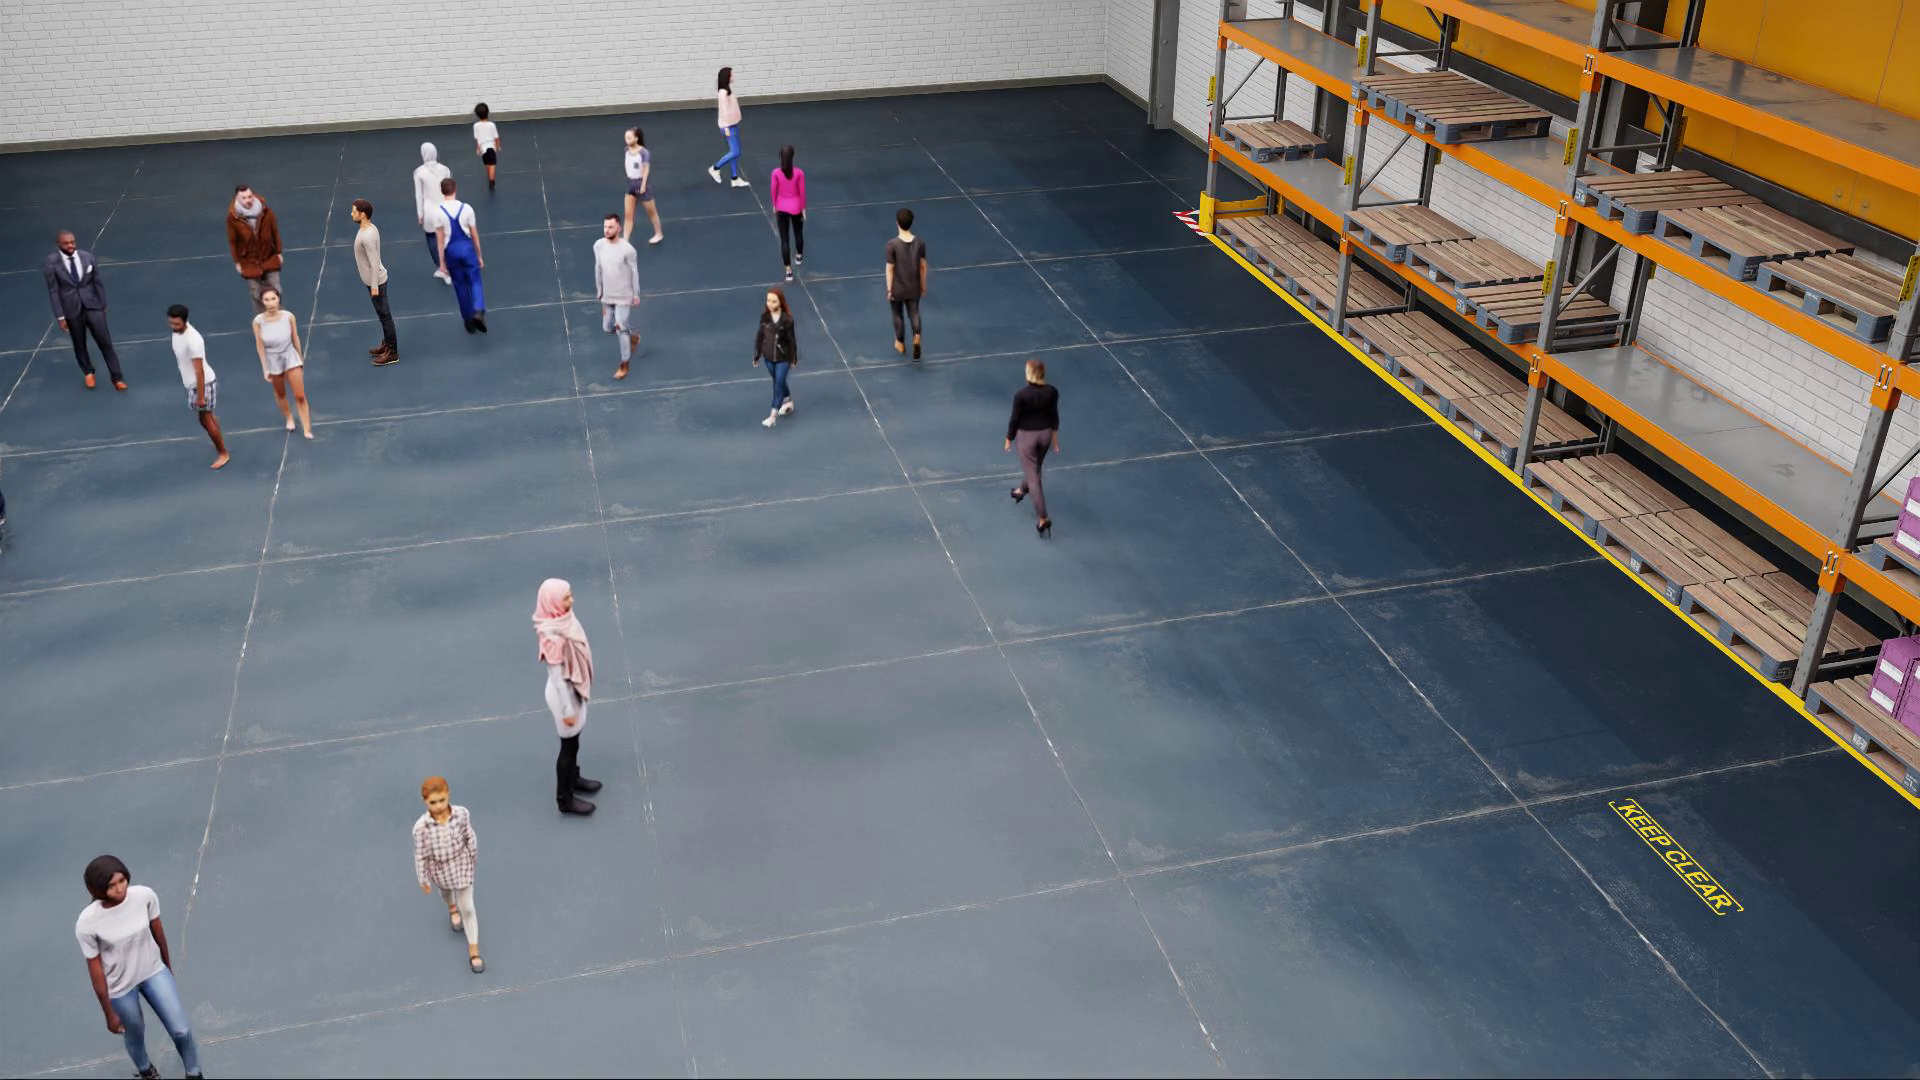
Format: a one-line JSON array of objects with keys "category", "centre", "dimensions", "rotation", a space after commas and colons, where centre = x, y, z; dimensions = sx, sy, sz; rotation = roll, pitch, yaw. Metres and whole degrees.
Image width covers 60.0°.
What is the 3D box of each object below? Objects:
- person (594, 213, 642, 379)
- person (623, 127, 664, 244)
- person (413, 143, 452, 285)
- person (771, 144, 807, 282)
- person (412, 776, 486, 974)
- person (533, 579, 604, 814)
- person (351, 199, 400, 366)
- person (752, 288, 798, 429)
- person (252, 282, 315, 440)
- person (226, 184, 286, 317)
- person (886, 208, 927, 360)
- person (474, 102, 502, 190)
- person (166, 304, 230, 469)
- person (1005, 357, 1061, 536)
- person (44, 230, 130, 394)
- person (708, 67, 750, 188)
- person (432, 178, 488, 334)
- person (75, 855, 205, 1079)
[{"category": "person", "centre": [-3.719, -2.721, 18.264], "dimensions": [0.953, 1.826, 1.027], "rotation": [12, 31, 21]}, {"category": "person", "centre": [-4.184, -4.664, 22.059], "dimensions": [1.024, 1.602, 1.075], "rotation": [16, 33, 27]}, {"category": "person", "centre": [-6.504, -4.043, 20.750], "dimensions": [0.709, 1.766, 0.697], "rotation": [-15, 32, -25]}, {"category": "person", "centre": [-2.159, -4.096, 20.959], "dimensions": [0.763, 1.660, 1.142], "rotation": [-1, 29, -2]}, {"category": "person", "centre": [-3.168, 1.969, 10.247], "dimensions": [0.653, 1.269, 0.989], "rotation": [-13, 31, -22]}, {"category": "person", "centre": [-2.694, 1.060, 11.360], "dimensions": [0.728, 1.800, 0.580], "rotation": [-1, 29, -2]}, {"category": "person", "centre": [-6.513, -2.888, 18.528], "dimensions": [0.748, 1.867, 0.547], "rotation": [-11, 31, -20]}, {"category": "person", "centre": [-1.856, -1.915, 17.187], "dimensions": [0.929, 1.442, 1.002], "rotation": [14, 32, 25]}, {"category": "person", "centre": [-6.906, -1.828, 16.891], "dimensions": [0.659, 1.573, 0.979], "rotation": [-12, 31, -20]}, {"category": "person", "centre": [-8.122, -3.231, 19.211], "dimensions": [0.844, 1.815, 0.920], "rotation": [-16, 33, -27]}, {"category": "person", "centre": [-0.599, -2.827, 18.593], "dimensions": [0.608, 1.697, 0.893], "rotation": [-7, 29, -13]}, {"category": "person", "centre": [-6.949, -5.767, 24.471], "dimensions": [0.586, 1.230, 0.920], "rotation": [-3, 29, -5]}, {"category": "person", "centre": [-7.429, -1.553, 16.260], "dimensions": [0.917, 1.695, 0.673], "rotation": [-14, 32, -24]}, {"category": "person", "centre": [0.710, -0.804, 14.951], "dimensions": [0.778, 1.633, 1.086], "rotation": [-15, 32, -25]}, {"category": "person", "centre": [-9.442, -2.451, 17.817], "dimensions": [0.994, 1.782, 1.263], "rotation": [-19, 34, -31]}, {"category": "person", "centre": [-3.470, -6.052, 24.438], "dimensions": [0.879, 1.761, 0.871], "rotation": [3, 29, 6]}, {"category": "person", "centre": [-5.771, -3.233, 19.201], "dimensions": [0.711, 1.829, 0.979], "rotation": [-10, 30, -17]}, {"category": "person", "centre": [-4.530, 2.381, 9.038], "dimensions": [0.917, 1.704, 0.825], "rotation": [25, 37, 37]}]
